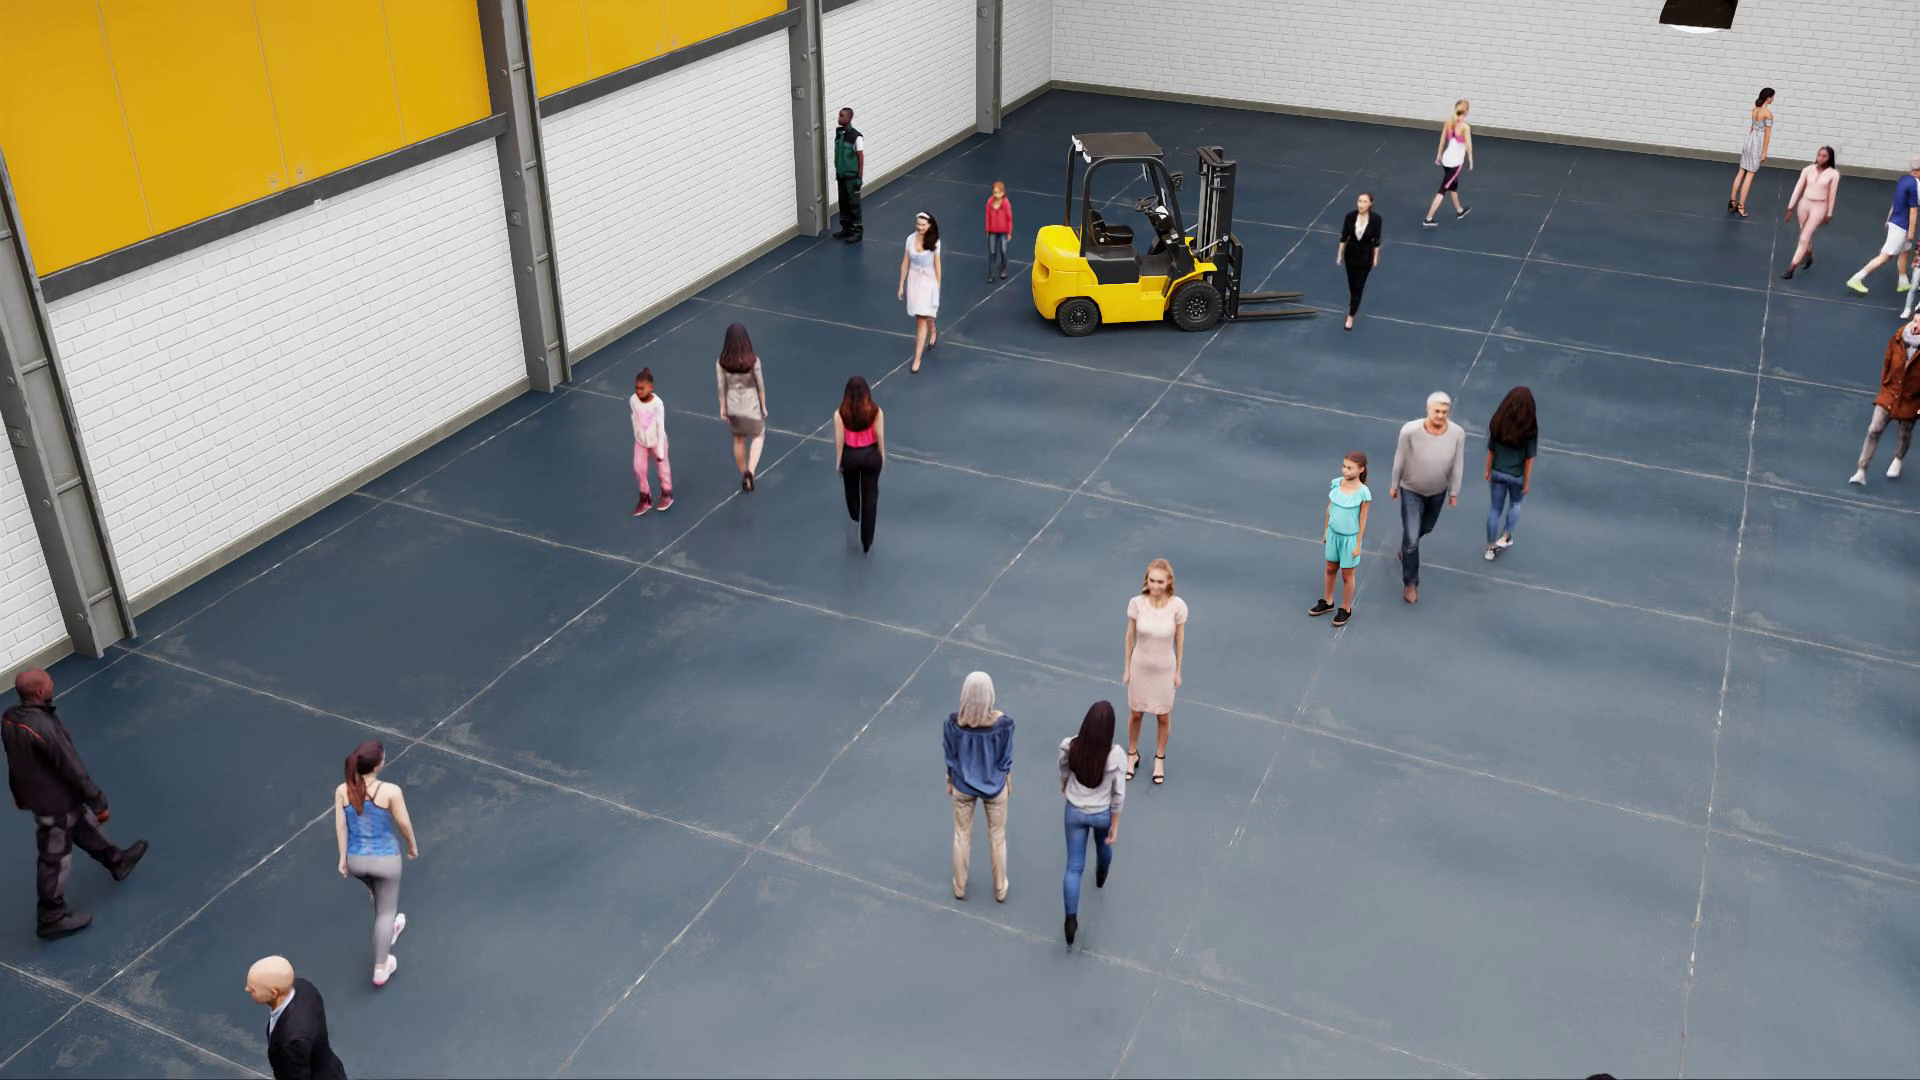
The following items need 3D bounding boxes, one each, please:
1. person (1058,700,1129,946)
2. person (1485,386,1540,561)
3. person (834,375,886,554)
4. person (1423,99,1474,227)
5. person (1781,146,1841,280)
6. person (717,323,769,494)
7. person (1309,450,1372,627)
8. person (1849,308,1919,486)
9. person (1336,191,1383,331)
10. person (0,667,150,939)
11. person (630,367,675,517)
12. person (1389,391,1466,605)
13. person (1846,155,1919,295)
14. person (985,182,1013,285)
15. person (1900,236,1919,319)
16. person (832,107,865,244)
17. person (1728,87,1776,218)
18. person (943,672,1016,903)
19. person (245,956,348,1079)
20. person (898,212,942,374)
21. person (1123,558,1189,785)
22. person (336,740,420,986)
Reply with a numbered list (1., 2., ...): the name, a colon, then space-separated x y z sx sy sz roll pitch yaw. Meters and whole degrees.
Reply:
1. person: 0.796 1.796 10.481 0.799 1.585 1.139 5 29 9
2. person: 4.854 -0.558 14.783 0.614 1.597 0.687 15 32 25
3. person: -0.884 -0.654 14.950 0.930 1.607 1.154 -1 29 -2
4. person: 6.783 -5.192 23.136 1.239 1.734 1.047 -17 33 -28
5. person: 10.983 -4.212 21.403 1.260 1.673 0.944 -24 37 -37
6. person: -2.063 -1.189 15.802 0.746 1.730 0.828 2 29 3
7. person: 3.209 -0.039 13.872 0.651 1.558 0.628 -23 36 -36
8. person: 9.164 -1.381 16.097 0.912 1.785 1.214 23 36 35
9. person: 4.798 -3.384 19.951 0.606 1.610 1.060 13 31 22
10. person: -5.812 1.682 10.489 0.910 1.778 1.194 19 34 31
11. person: -2.876 -0.961 15.697 0.583 1.430 0.706 9 30 16
12. person: 3.973 -0.456 14.316 1.043 1.867 1.347 2 29 3
13. person: 11.613 -3.893 20.700 0.972 1.786 1.205 4 29 8
14. person: 0.520 -3.968 21.355 0.643 1.291 0.874 5 29 8
15. person: 11.804 -3.358 20.248 0.702 1.281 0.950 23 36 36
16. person: -1.501 -4.977 22.634 0.762 1.838 0.773 -23 36 -36
17. person: 11.274 -5.524 23.654 0.733 1.821 0.640 -5 29 -9
18. person: 0.125 1.597 10.732 0.689 1.694 0.677 2 29 5
19. person: -3.188 2.792 8.442 0.848 1.788 0.809 -13 31 -23
20. person: -0.401 -2.843 18.800 0.672 1.763 1.184 11 31 20
21. person: 1.377 0.930 11.813 0.610 1.829 0.571 6 29 11
22. person: -3.599 1.994 10.127 0.734 1.577 0.903 -1 29 -1
